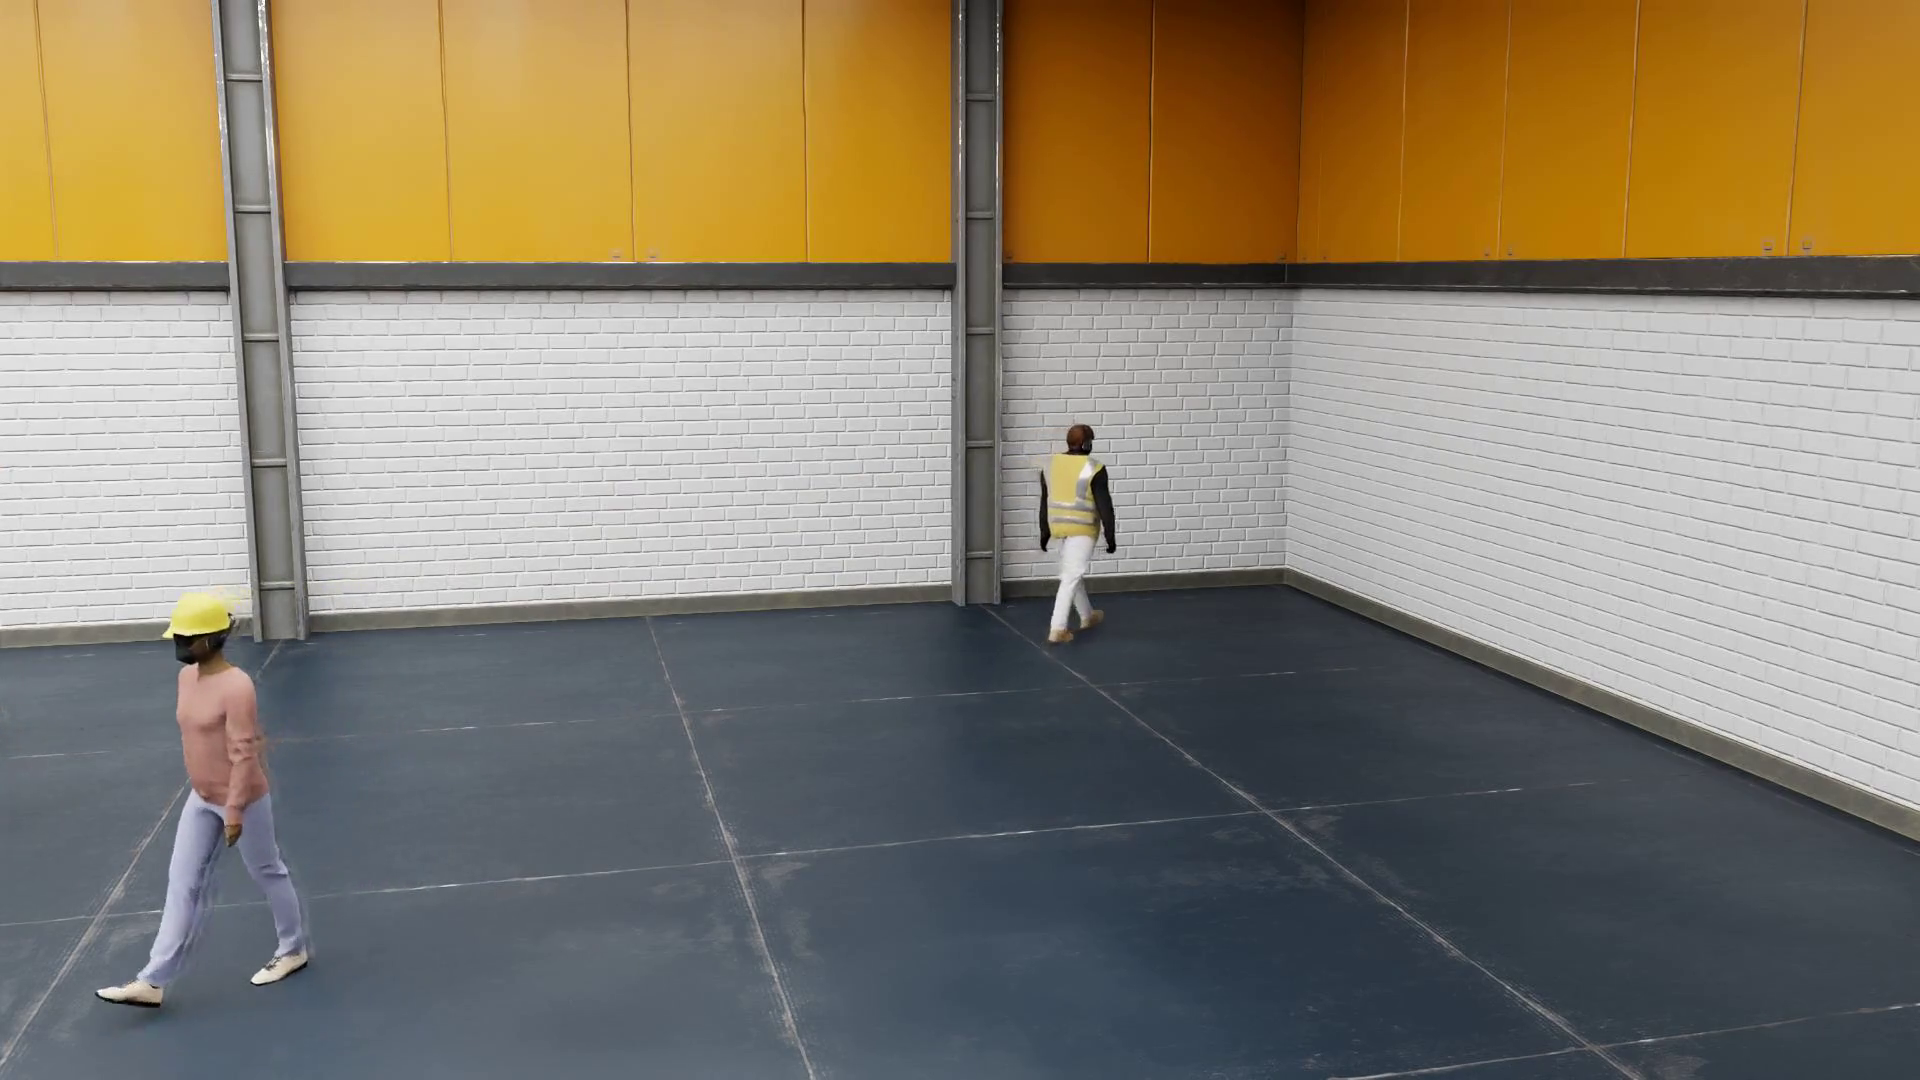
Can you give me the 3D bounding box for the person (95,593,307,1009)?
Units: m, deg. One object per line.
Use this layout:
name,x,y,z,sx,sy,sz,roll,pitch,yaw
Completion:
person,-3.125,1.080,6.866,0.547,1.717,0.877,6,11,34

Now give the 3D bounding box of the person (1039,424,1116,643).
person,0.983,-0.066,13.864,0.644,1.790,0.989,8,12,39
